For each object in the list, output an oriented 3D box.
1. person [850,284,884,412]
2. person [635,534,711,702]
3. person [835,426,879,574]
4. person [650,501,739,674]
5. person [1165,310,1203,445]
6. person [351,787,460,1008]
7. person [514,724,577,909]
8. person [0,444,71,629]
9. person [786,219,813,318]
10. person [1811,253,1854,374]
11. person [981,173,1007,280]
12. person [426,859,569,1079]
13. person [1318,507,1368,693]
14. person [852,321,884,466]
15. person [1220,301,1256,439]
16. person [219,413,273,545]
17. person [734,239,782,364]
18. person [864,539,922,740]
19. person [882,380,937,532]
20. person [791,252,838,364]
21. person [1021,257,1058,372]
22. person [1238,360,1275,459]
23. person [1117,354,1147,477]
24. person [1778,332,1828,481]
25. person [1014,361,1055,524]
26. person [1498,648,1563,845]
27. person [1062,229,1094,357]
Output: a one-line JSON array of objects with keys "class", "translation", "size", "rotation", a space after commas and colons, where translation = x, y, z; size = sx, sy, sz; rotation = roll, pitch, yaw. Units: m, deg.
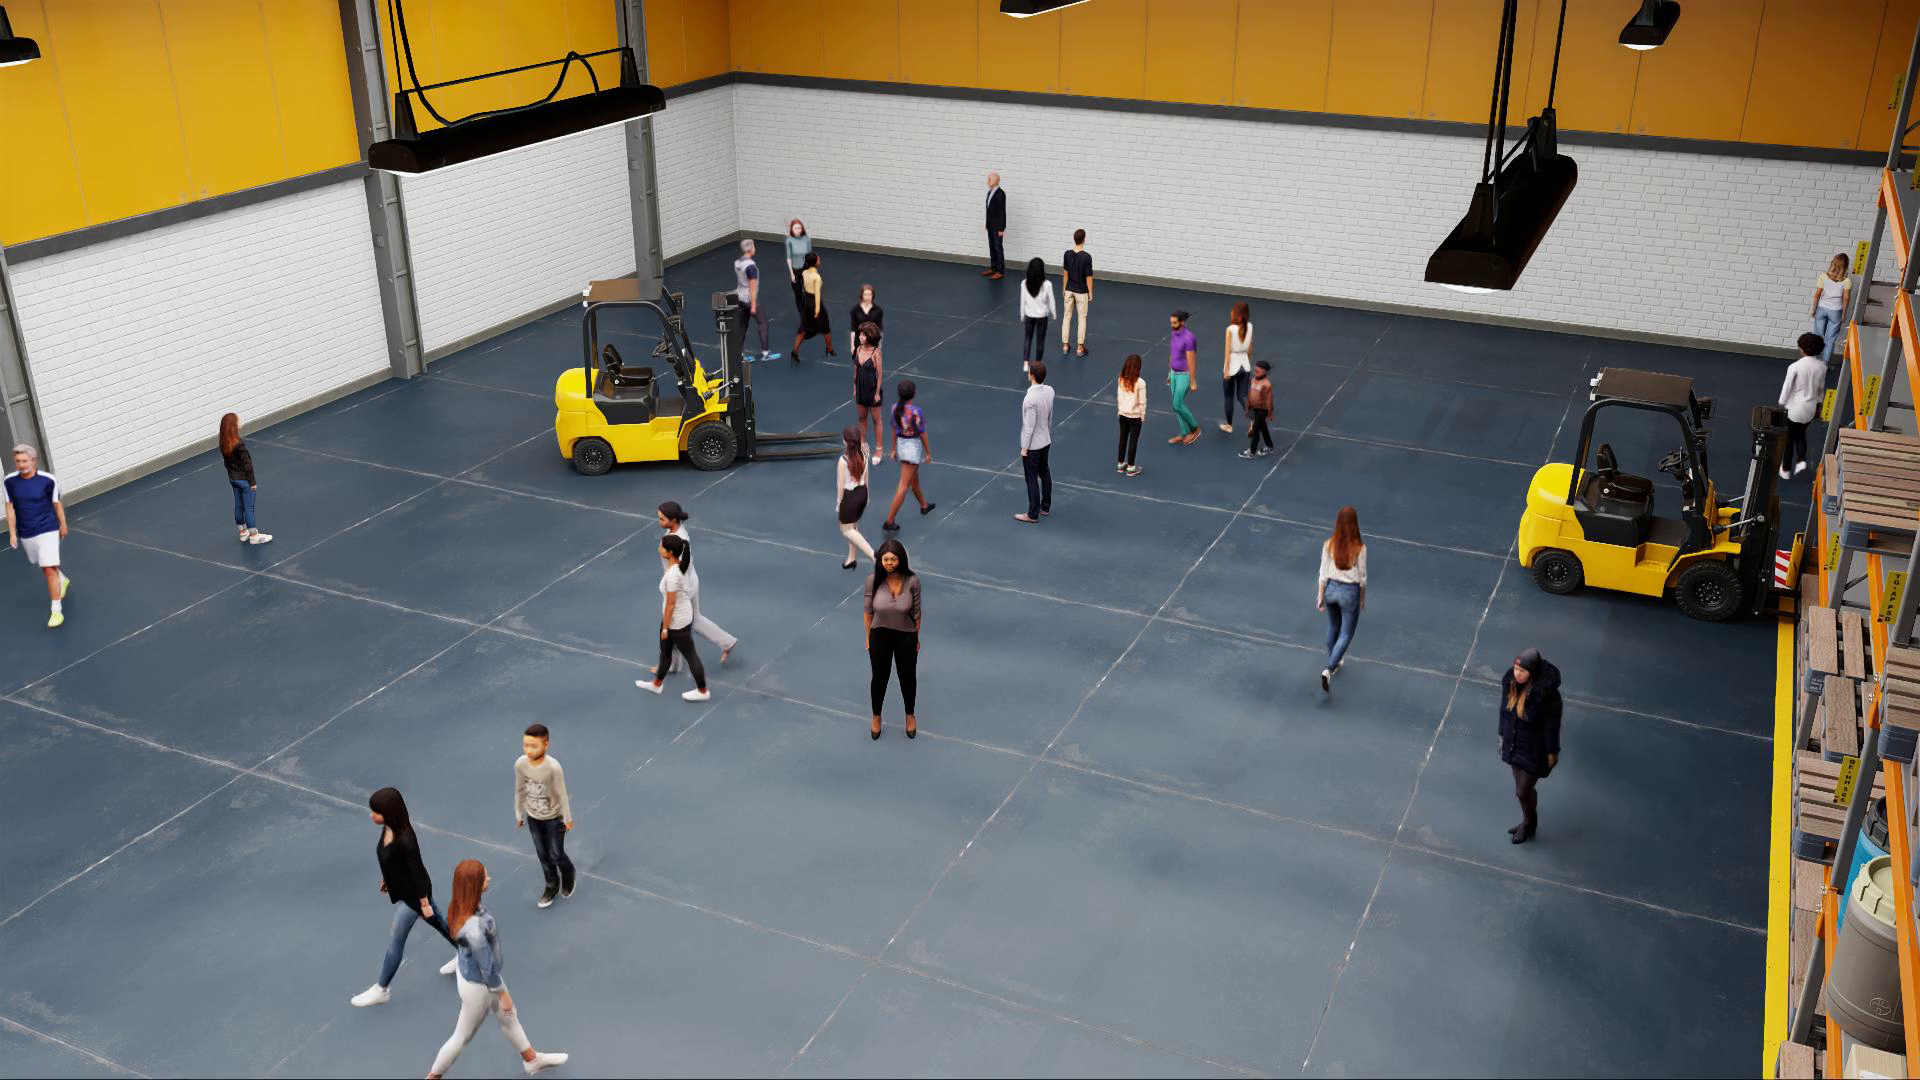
[{"class": "person", "translation": [-1.268, -2.610, 22.295], "size": [0.832, 1.689, 0.960], "rotation": [-2, 24, -4]}, {"class": "person", "translation": [-2.411, 0.711, 14.781], "size": [0.892, 1.622, 0.949], "rotation": [-1, 24, -1]}, {"class": "person", "translation": [-1.057, -0.359, 17.219], "size": [0.738, 1.630, 0.850], "rotation": [18, 30, 36]}, {"class": "person", "translation": [-2.464, 0.433, 15.305], "size": [1.094, 1.711, 1.115], "rotation": [-5, 24, -11]}, {"class": "person", "translation": [2.887, -2.051, 20.950], "size": [0.873, 1.742, 0.815], "rotation": [-11, 26, -23]}, {"class": "person", "translation": [-3.593, 2.328, 11.117], "size": [1.171, 1.594, 0.988], "rotation": [-13, 27, -27]}, {"class": "person", "translation": [-2.980, 1.967, 12.113], "size": [0.608, 1.457, 0.619], "rotation": [7, 24, 15]}, {"class": "person", "translation": [-9.081, -0.108, 16.431], "size": [1.062, 1.800, 1.274], "rotation": [-3, 24, -7]}, {"class": "person", "translation": [-2.494, -4.138, 25.749], "size": [0.759, 1.722, 0.819], "rotation": [-7, 25, -16]}, {"class": "person", "translation": [12.386, -3.236, 23.685], "size": [0.690, 1.722, 0.653], "rotation": [21, 31, 39]}, {"class": "person", "translation": [0.612, -5.401, 28.543], "size": [0.800, 1.798, 0.769], "rotation": [-11, 26, -24]}, {"class": "person", "translation": [-3.028, 2.726, 10.125], "size": [1.176, 1.659, 1.126], "rotation": [-8, 25, -18]}, {"class": "person", "translation": [3.435, 0.552, 15.039], "size": [0.658, 1.707, 1.053], "rotation": [14, 27, 29]}, {"class": "person", "translation": [-1.115, -1.811, 20.341], "size": [0.577, 1.790, 0.570], "rotation": [15, 28, 30]}, {"class": "person", "translation": [3.570, -2.125, 21.094], "size": [0.970, 1.762, 0.997], "rotation": [-10, 26, -22]}, {"class": "person", "translation": [-7.846, -0.682, 18.140], "size": [0.597, 1.484, 0.545], "rotation": [15, 28, 31]}, {"class": "person", "translation": [-3.140, -3.414, 23.993], "size": [1.019, 1.801, 0.925], "rotation": [-15, 28, -31]}, {"class": "person", "translation": [-0.573, 0.843, 14.205], "size": [0.742, 1.842, 0.753], "rotation": [-1, 24, -3]}, {"class": "person", "translation": [-0.619, -0.898, 18.370], "size": [0.789, 1.696, 1.247], "rotation": [17, 29, 34]}, {"class": "person", "translation": [-2.196, -3.315, 24.006], "size": [0.778, 1.610, 1.093], "rotation": [21, 31, 39]}, {"class": "person", "translation": [1.071, -3.141, 23.502], "size": [0.656, 1.694, 0.602], "rotation": [7, 25, 16]}, {"class": "person", "translation": [3.794, -1.631, 20.634], "size": [0.857, 1.226, 0.775], "rotation": [-10, 26, -22]}, {"class": "person", "translation": [2.054, -1.515, 20.052], "size": [0.619, 1.479, 0.606], "rotation": [21, 31, 40]}, {"class": "person", "translation": [10.021, -1.550, 19.737], "size": [0.801, 1.795, 0.851], "rotation": [0, 24, -1]}, {"class": "person", "translation": [0.856, -1.112, 18.666], "size": [0.771, 1.851, 0.550], "rotation": [15, 28, 30]}, {"class": "person", "translation": [4.435, 1.562, 12.791], "size": [0.850, 1.657, 0.806], "rotation": [-13, 27, -27]}, {"class": "person", "translation": [1.715, -3.644, 24.454], "size": [0.634, 1.854, 0.546], "rotation": [12, 26, 26]}]
